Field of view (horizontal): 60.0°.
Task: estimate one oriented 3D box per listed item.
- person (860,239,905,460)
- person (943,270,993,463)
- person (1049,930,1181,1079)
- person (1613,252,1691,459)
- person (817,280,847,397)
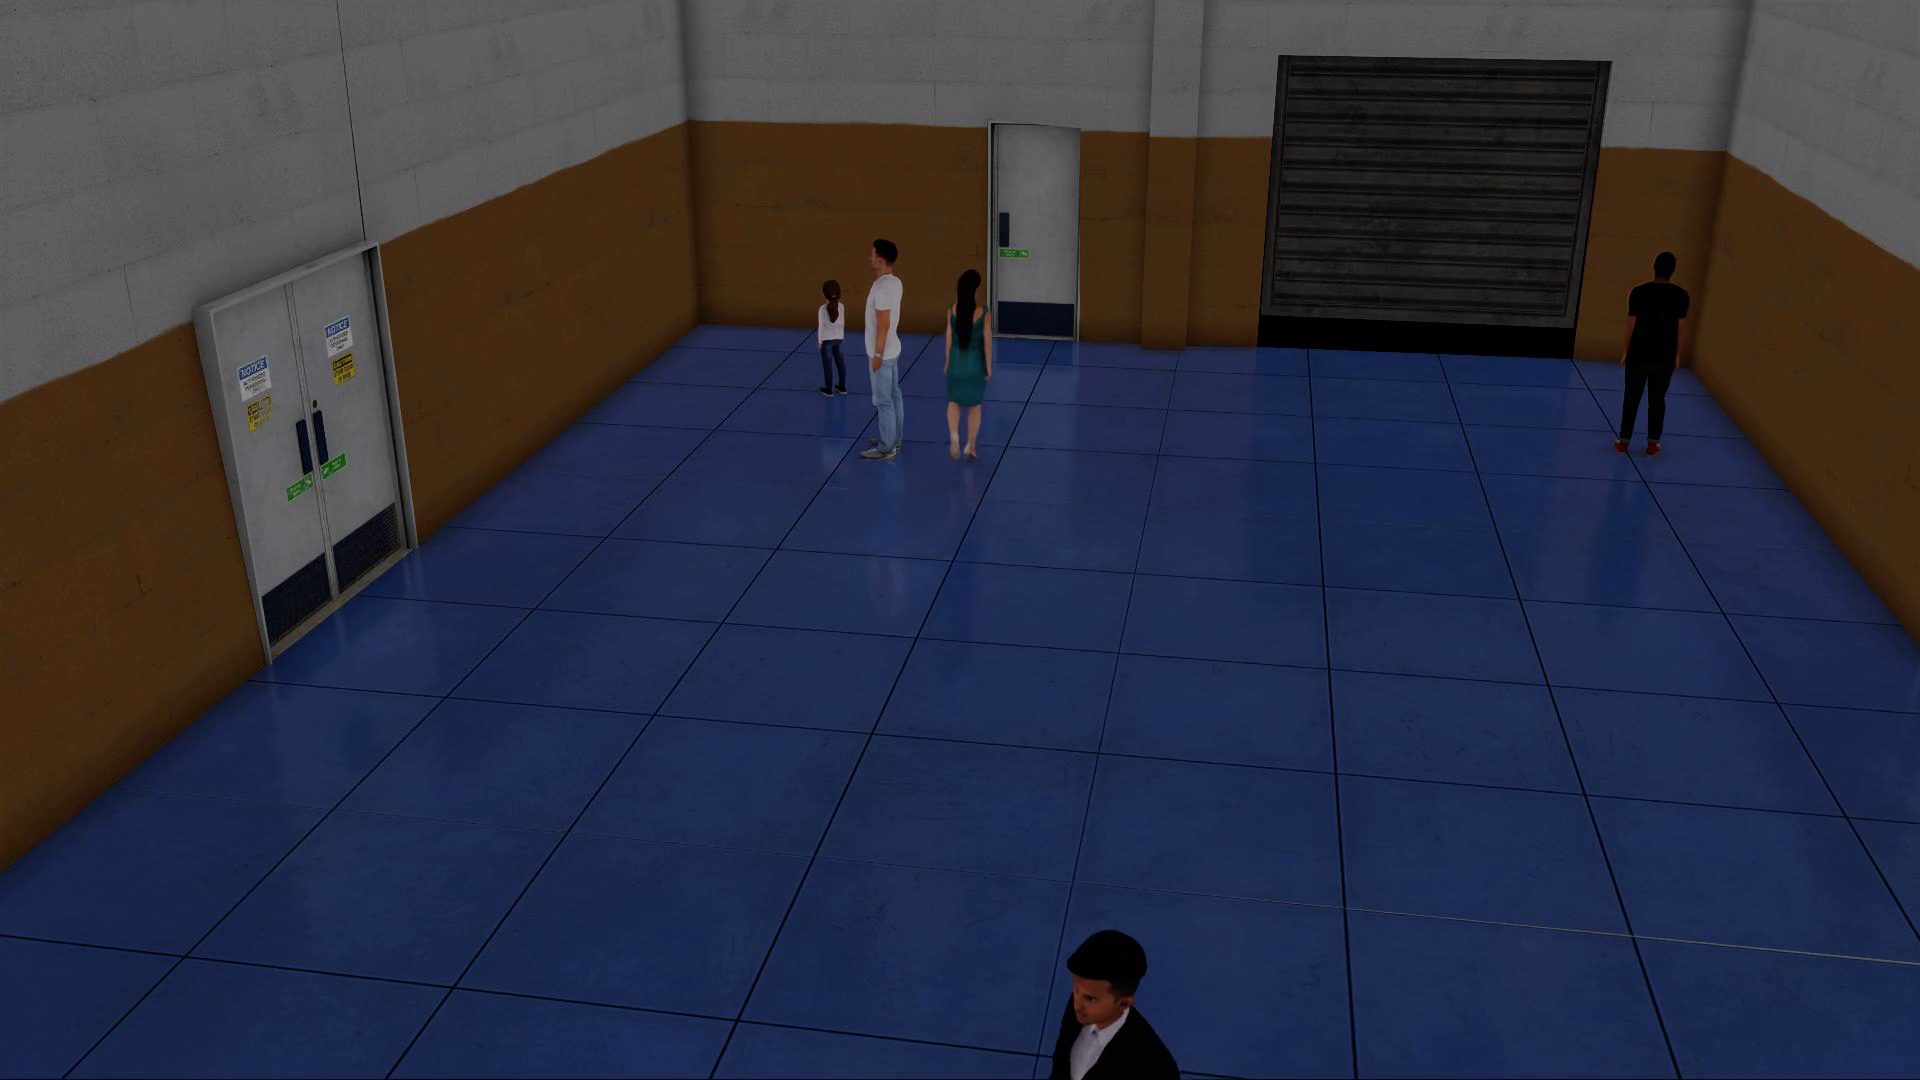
[{"bbox_3d":[-0.637,-1.618,14.078,0.560,1.866,0.673,5,22,11],"label":"person"},{"bbox_3d":[0.042,-1.390,13.771,0.716,1.671,0.625,4,22,9],"label":"person"},{"bbox_3d":[0.559,1.973,5.143,0.798,1.862,0.827,-5,22,-13],"label":"person"},{"bbox_3d":[5.863,-1.571,14.103,0.567,1.759,0.725,8,23,19],"label":"person"},{"bbox_3d":[-1.222,-1.940,15.891,0.525,1.112,0.581,-17,28,-36],"label":"person"}]
